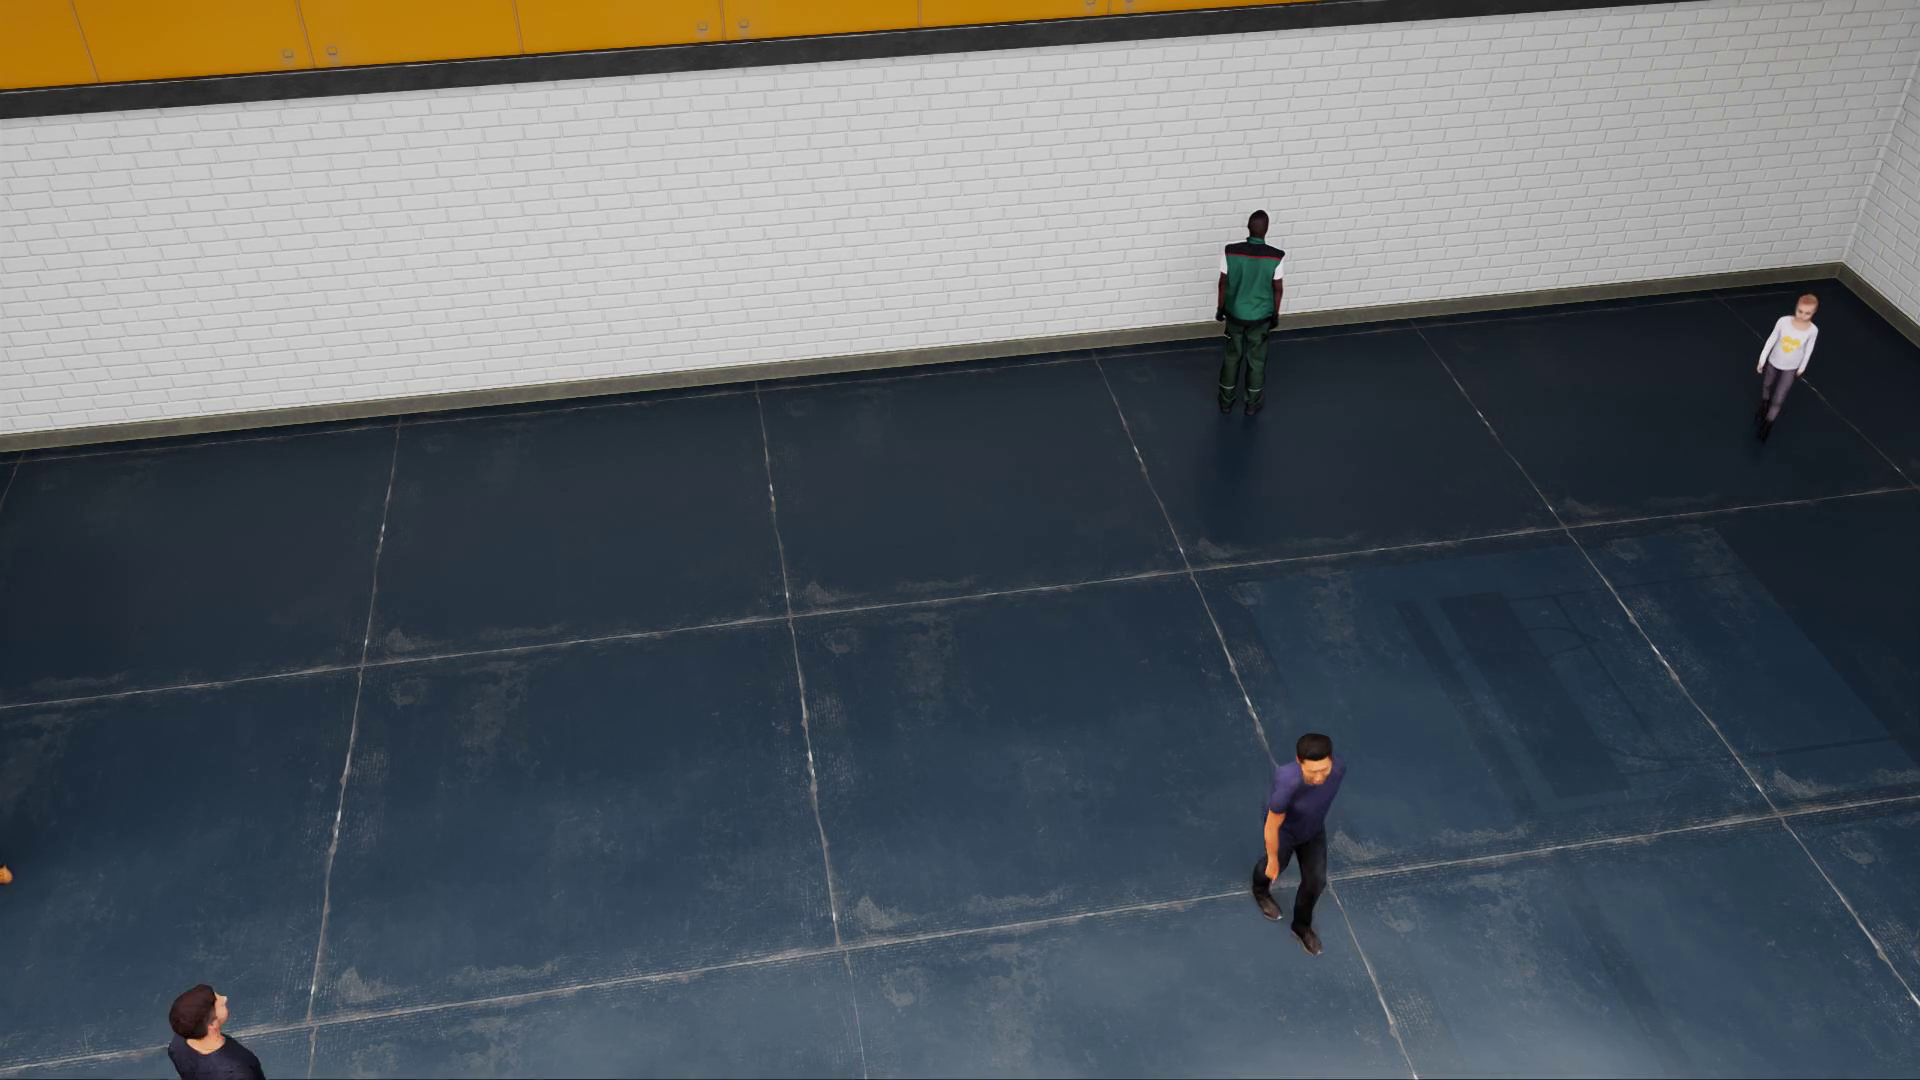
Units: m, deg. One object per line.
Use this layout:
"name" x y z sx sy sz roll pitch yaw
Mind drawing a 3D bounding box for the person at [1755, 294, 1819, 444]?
"person" 6.721 -1.461 13.566 0.870 1.247 0.911 25 45 28

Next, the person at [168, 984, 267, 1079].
"person" -3.389 2.815 7.748 1.204 1.827 1.239 25 45 28

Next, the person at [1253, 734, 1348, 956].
"person" 1.861 1.579 9.367 0.769 1.737 0.909 -20 43 -23

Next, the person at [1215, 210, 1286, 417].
"person" 2.354 -1.844 13.572 0.781 1.839 0.775 11 40 13
